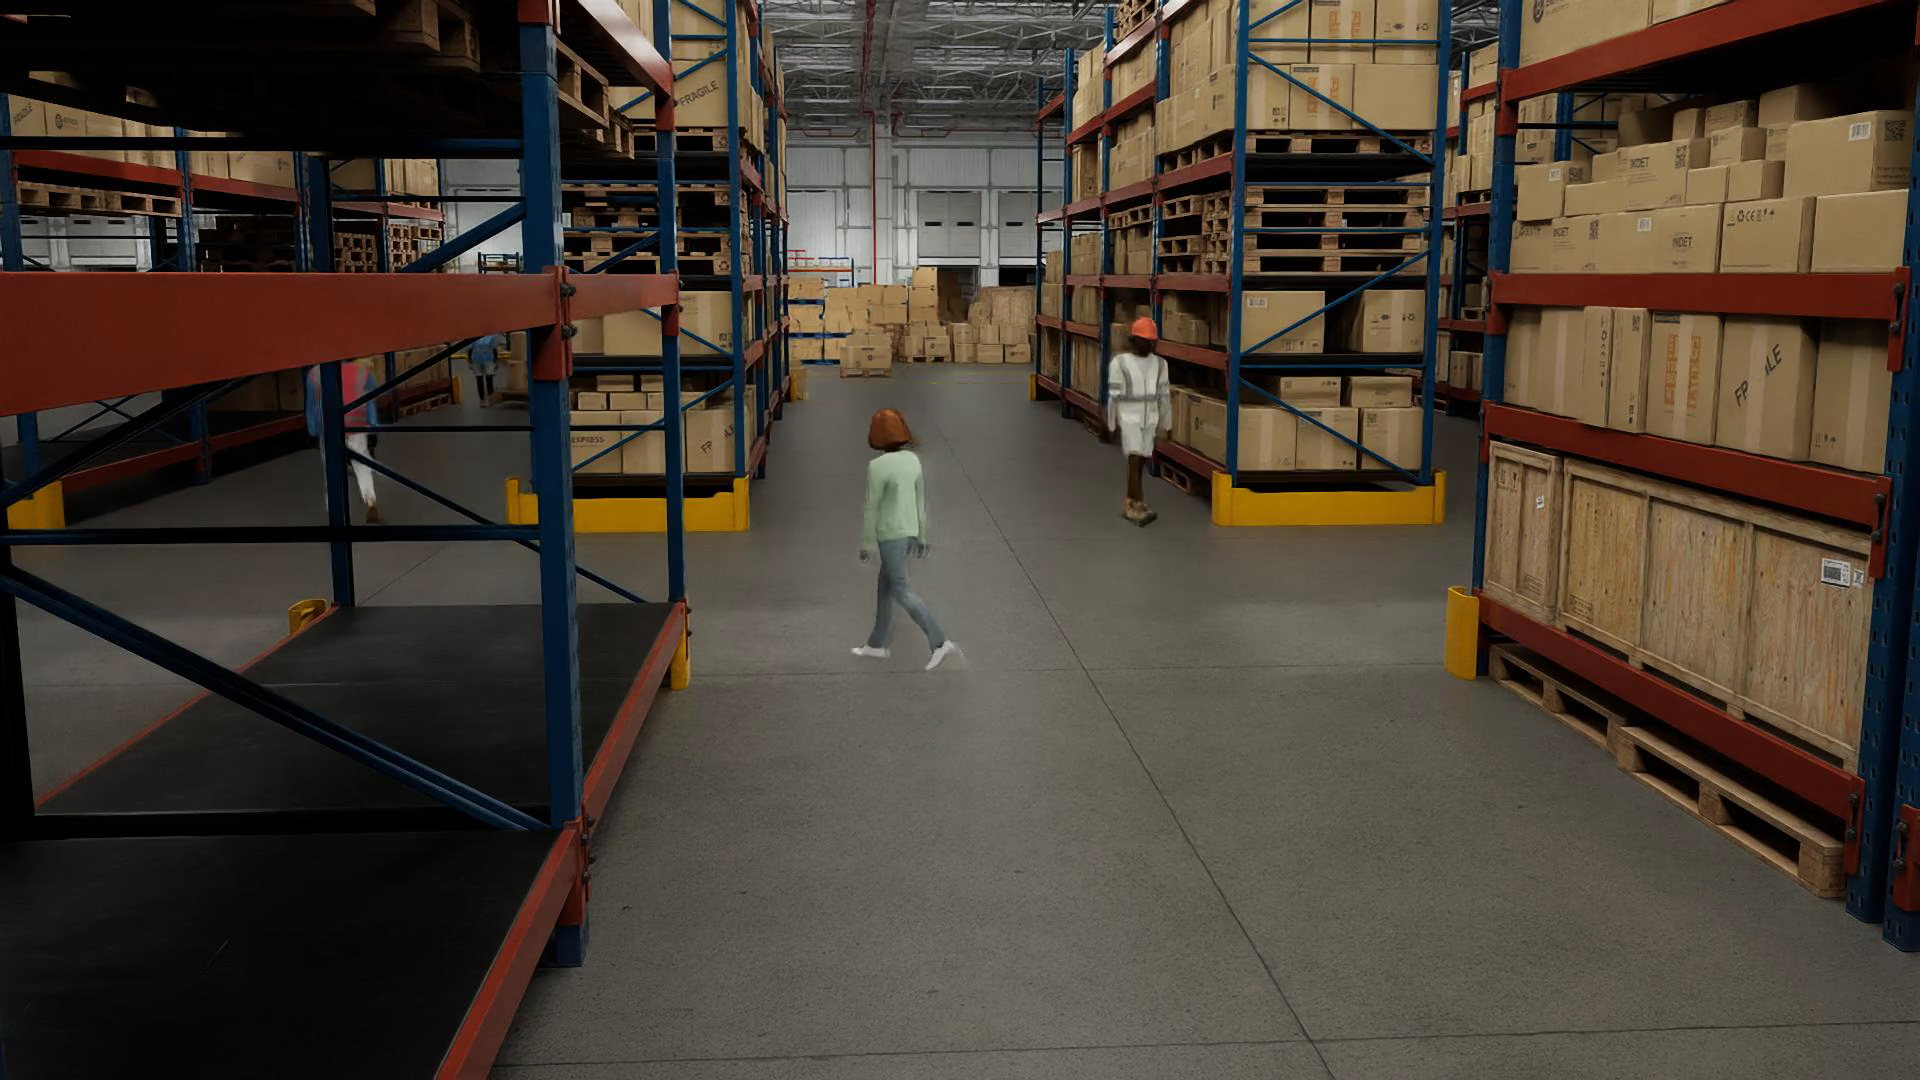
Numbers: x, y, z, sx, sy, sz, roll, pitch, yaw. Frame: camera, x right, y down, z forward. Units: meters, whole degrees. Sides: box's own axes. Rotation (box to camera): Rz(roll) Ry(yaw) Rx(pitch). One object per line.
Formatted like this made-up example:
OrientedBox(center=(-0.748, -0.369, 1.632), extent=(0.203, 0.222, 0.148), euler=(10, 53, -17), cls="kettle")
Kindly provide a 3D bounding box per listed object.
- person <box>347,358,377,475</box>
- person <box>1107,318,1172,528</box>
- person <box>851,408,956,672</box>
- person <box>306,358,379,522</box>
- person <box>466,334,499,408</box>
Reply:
OrientedBox(center=(-7.292, -1.626, 20.033), extent=(0.533, 1.700, 0.319), euler=(-6, 11, -32), cls="person")
OrientedBox(center=(1.768, -1.119, 15.951), extent=(0.615, 1.985, 1.046), euler=(-3, 10, -19), cls="person")
OrientedBox(center=(-0.348, -0.005, 10.195), extent=(0.817, 1.603, 0.509), euler=(6, 11, 32), cls="person")
OrientedBox(center=(-6.005, -1.059, 16.181), extent=(0.674, 1.807, 0.819), euler=(-4, 10, -21), cls="person")
OrientedBox(center=(-8.617, -3.202, 29.959), extent=(0.558, 1.678, 0.524), euler=(-1, 9, -7), cls="person")
